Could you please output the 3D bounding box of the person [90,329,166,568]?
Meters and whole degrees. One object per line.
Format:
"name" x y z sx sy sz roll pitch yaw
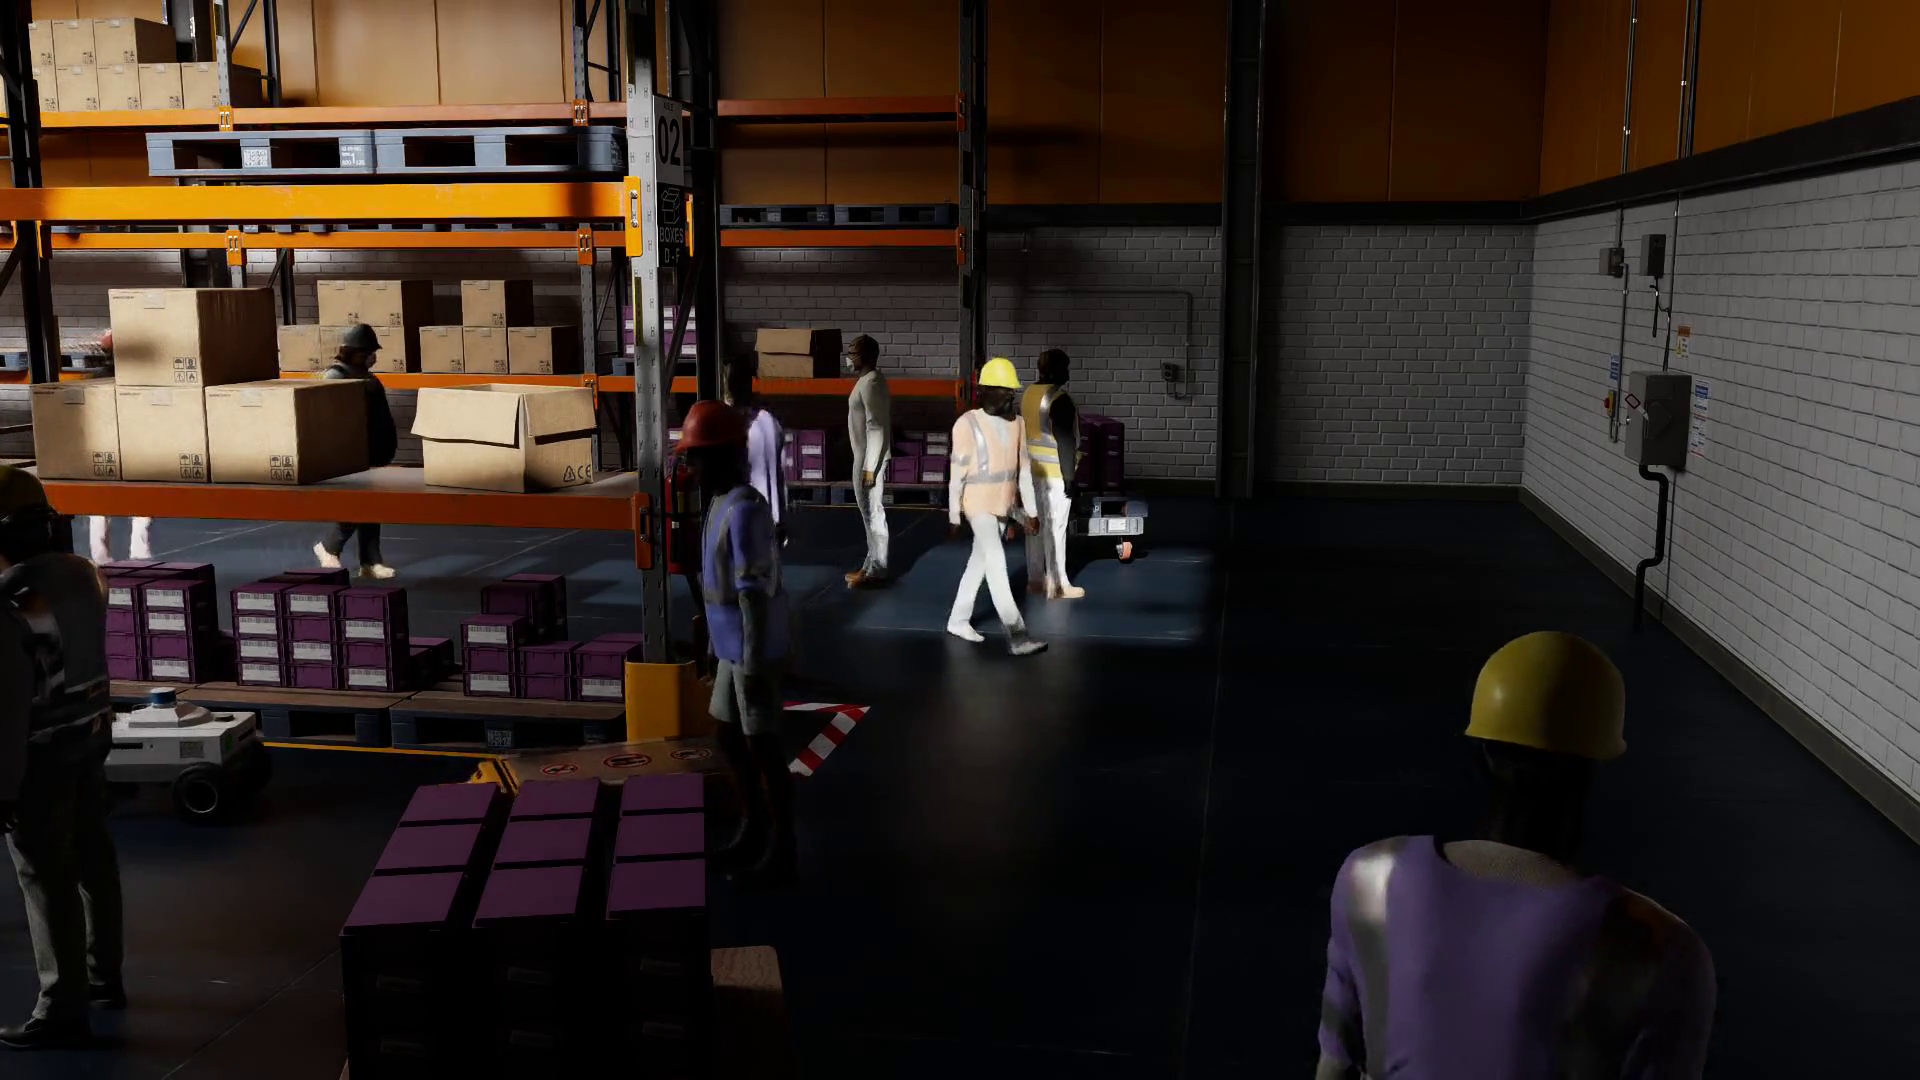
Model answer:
"person" -6.621 -0.694 13.192 0.630 1.965 0.677 7 12 39

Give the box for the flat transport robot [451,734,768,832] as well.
"flat transport robot" -1.558 1.088 7.410 1.431 0.197 0.652 -4 10 -23

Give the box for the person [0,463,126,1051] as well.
"person" -2.870 0.671 5.186 0.404 1.827 0.590 0 9 1

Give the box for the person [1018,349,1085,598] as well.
"person" 0.688 -0.493 12.362 0.430 1.845 0.619 -5 10 -28

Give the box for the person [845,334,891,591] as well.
"person" -0.702 -0.588 12.646 0.358 1.938 0.636 -1 9 -6

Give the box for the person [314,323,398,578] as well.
"person" -4.661 -0.685 12.935 0.582 2.000 0.699 2 9 11

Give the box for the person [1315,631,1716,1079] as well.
"person" 0.748 1.082 2.469 0.594 1.890 0.855 8 12 40

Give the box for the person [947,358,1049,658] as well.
"person" 0.225 -0.213 10.550 1.007 1.872 0.609 8 12 42

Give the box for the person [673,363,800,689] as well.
"person" -1.341 -0.083 9.710 1.026 1.880 0.622 3 10 21

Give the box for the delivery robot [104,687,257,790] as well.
"delivery robot" -3.535 0.899 7.412 0.707 0.478 0.477 0 9 -2

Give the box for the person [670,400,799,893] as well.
"person" -0.892 0.415 6.515 0.456 1.920 0.549 -3 10 -18

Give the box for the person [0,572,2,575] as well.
"person" -4.654 0.259 7.574 0.398 1.876 0.615 2 9 15
